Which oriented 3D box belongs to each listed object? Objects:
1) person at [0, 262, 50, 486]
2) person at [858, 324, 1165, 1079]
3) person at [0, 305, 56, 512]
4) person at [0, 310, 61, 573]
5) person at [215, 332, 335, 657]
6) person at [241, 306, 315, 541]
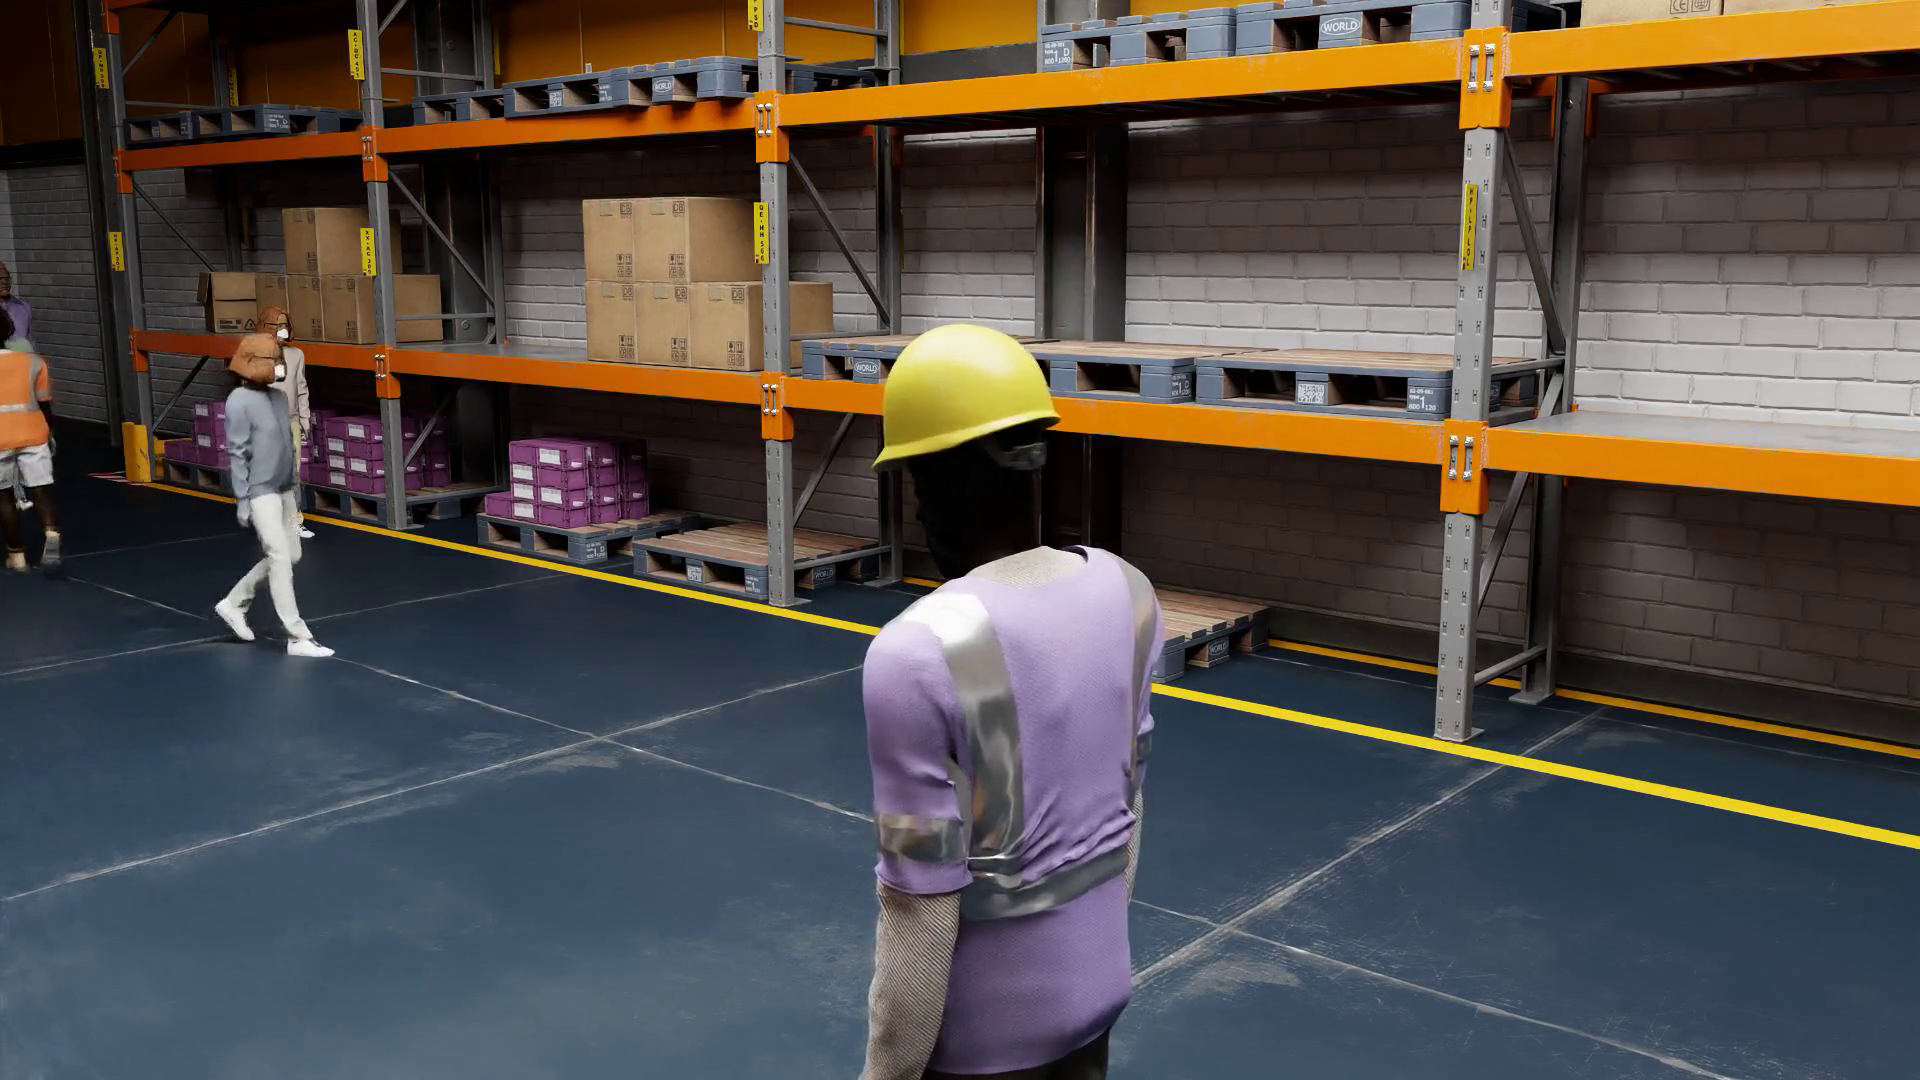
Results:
[{"bbox_3d":[-7.976,-1.361,13.910,0.410,1.909,0.643,4,11,24],"label":"person"},{"bbox_3d":[0.047,0.654,2.409,0.382,1.918,0.585,8,13,38],"label":"person"},{"bbox_3d":[-7.290,-1.006,12.781,0.818,1.592,0.516,7,12,33],"label":"person"},{"bbox_3d":[-5.798,-0.599,10.213,0.541,1.674,0.705,-10,14,-44],"label":"person"},{"bbox_3d":[-3.457,-0.223,8.266,0.667,1.617,0.516,1,10,7],"label":"person"},{"bbox_3d":[-4.714,-0.796,11.499,0.277,1.629,0.497,7,12,33],"label":"person"}]
